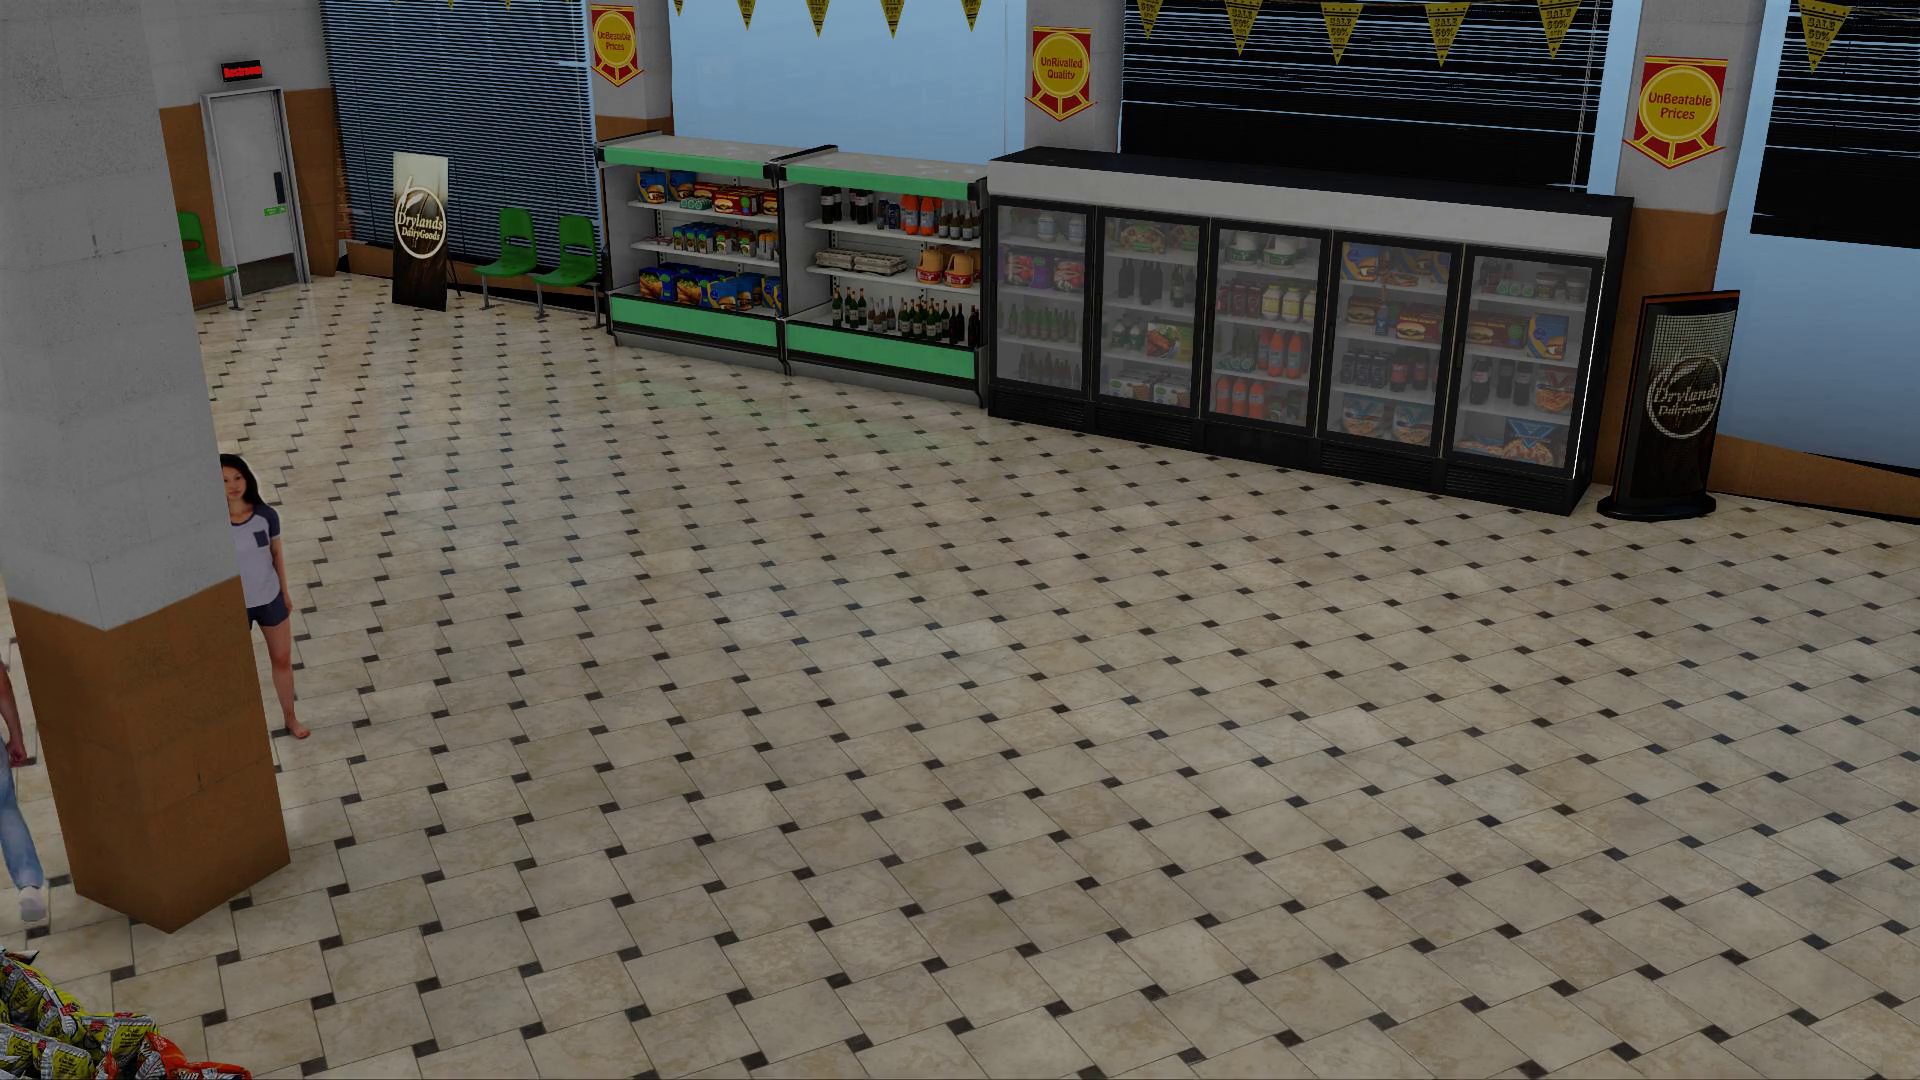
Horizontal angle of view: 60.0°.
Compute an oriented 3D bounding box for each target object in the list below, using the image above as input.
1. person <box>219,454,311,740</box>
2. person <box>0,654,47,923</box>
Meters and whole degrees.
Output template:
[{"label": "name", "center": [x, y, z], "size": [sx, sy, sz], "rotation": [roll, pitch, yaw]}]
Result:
[{"label": "person", "center": [-3.922, 0.331, 9.199], "size": [0.664, 1.706, 0.648], "rotation": [-17, 27, -36]}, {"label": "person", "center": [-4.437, 0.978, 7.417], "size": [0.821, 1.835, 0.948], "rotation": [-19, 29, -40]}]
